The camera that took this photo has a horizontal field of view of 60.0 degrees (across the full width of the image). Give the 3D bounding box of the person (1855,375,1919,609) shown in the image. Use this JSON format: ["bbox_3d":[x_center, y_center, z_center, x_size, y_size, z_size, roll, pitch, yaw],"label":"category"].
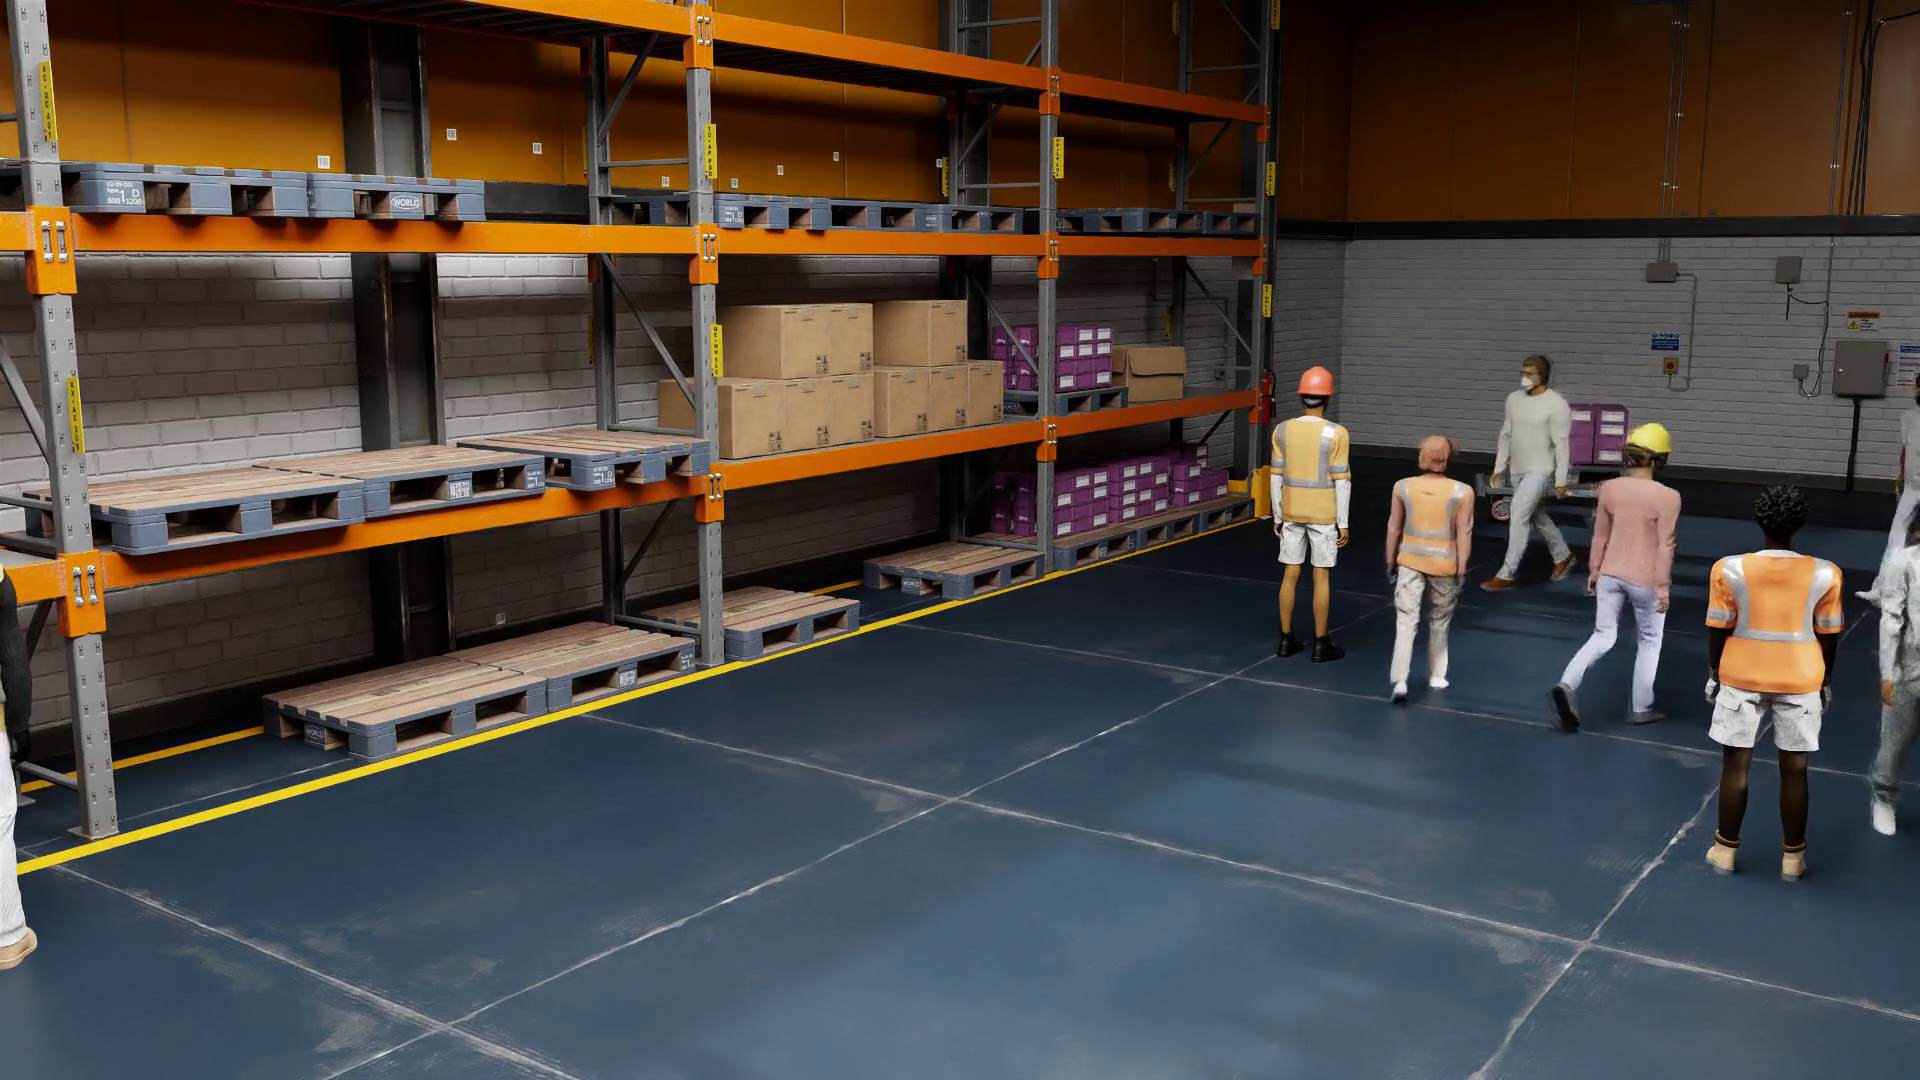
[{"bbox_3d":[7.227,-0.367,12.508,1.005,1.816,0.544,-5,11,-28],"label":"person"}]

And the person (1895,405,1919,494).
[{"bbox_3d":[7.941,-0.508,13.401,0.880,1.809,0.535,-7,12,-37],"label":"person"}]

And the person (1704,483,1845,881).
[{"bbox_3d":[3.433,0.605,7.058,0.533,1.697,0.318,3,10,19],"label":"person"}]

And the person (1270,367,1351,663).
[{"bbox_3d":[2.317,-0.167,10.938,0.552,1.936,0.362,7,12,38],"label":"person"}]

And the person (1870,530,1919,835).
[{"bbox_3d":[4.267,0.565,7.290,0.486,1.700,0.897,3,10,19],"label":"person"}]

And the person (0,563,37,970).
[{"bbox_3d":[-3.730,0.698,6.075,0.627,1.844,0.429,-4,11,-25],"label":"person"}]

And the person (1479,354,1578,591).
[{"bbox_3d":[4.651,-0.548,13.355,1.009,1.906,0.627,-4,10,-21],"label":"person"}]

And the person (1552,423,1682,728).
[{"bbox_3d":[3.677,0.216,9.273,0.776,1.737,0.531,-6,11,-33],"label":"person"}]

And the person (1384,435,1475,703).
[{"bbox_3d":[2.785,0.183,9.957,0.530,1.620,0.815,5,11,26],"label":"person"}]
